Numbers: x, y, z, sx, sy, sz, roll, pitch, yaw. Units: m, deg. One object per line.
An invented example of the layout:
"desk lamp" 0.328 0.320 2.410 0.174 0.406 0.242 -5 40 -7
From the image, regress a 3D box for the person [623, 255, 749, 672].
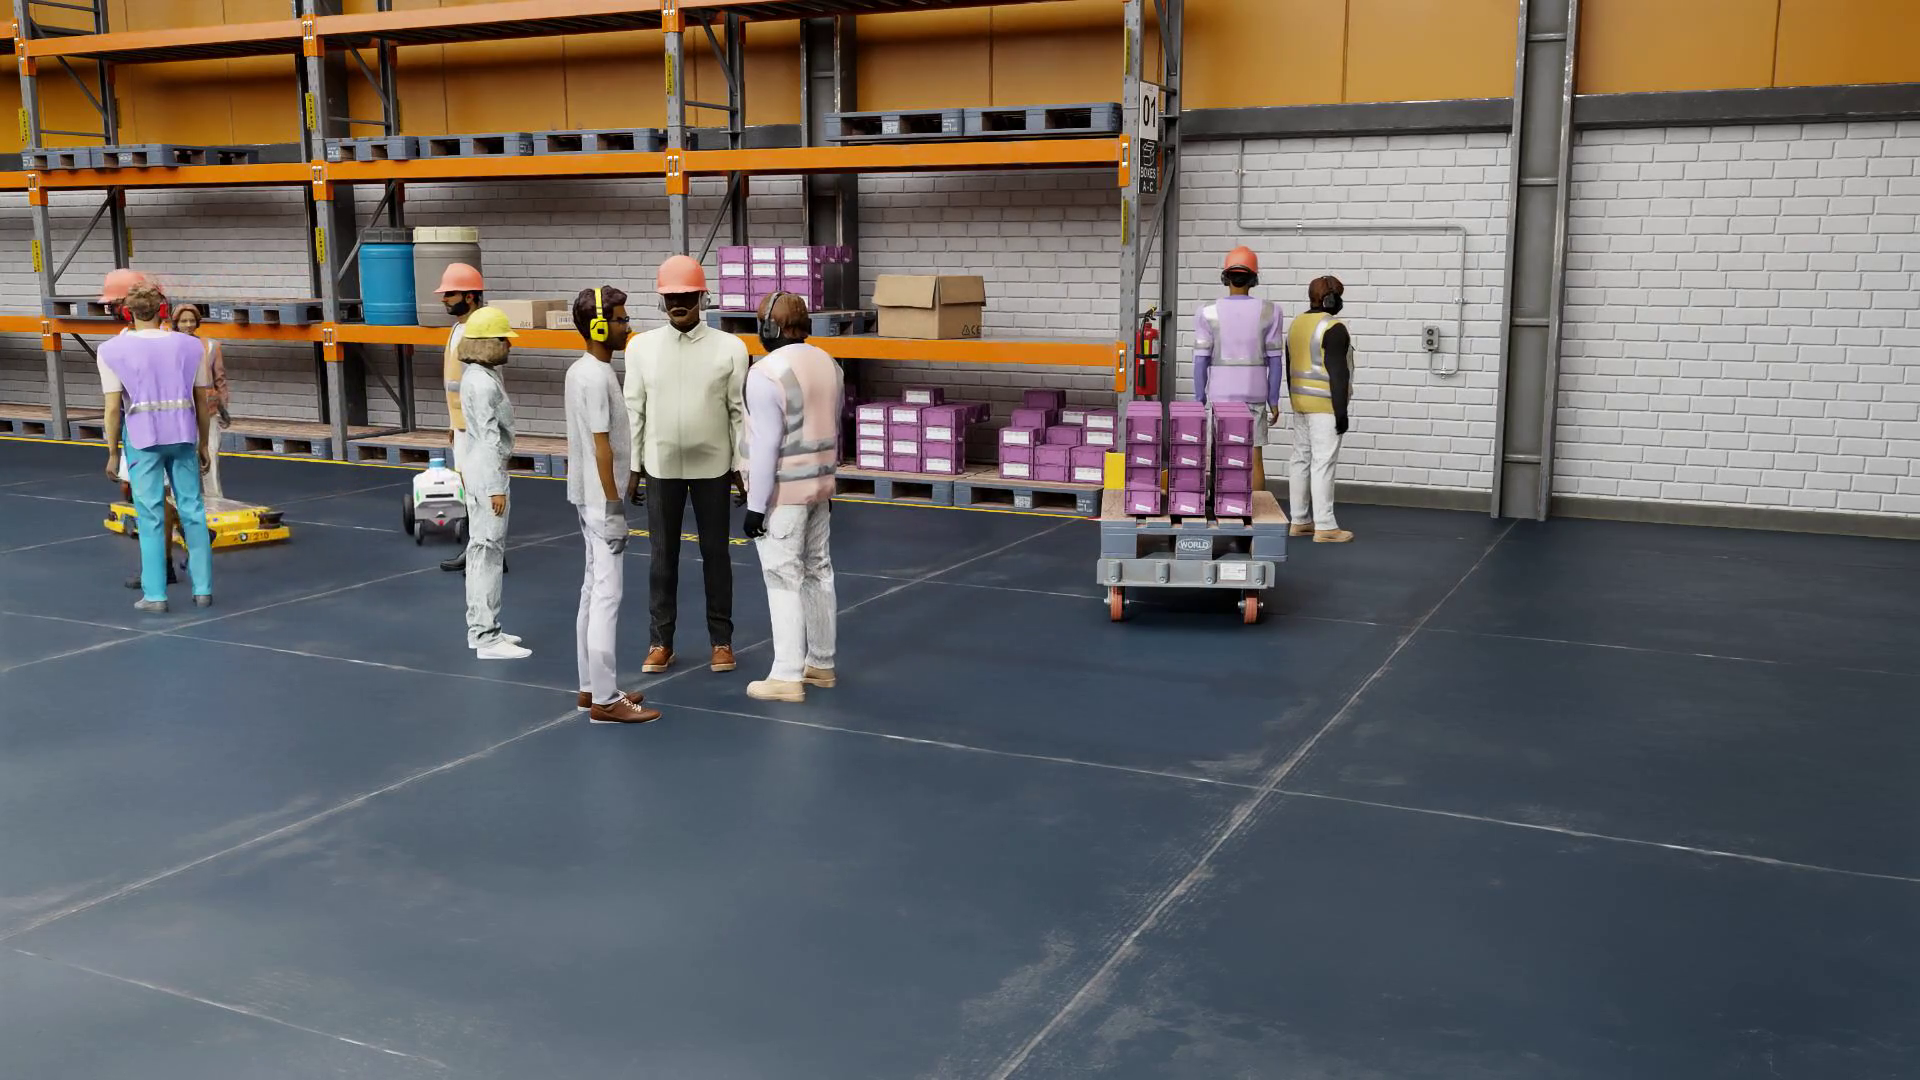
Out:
"person" -1.305 -0.353 7.967 0.617 1.994 0.381 -1 10 -4

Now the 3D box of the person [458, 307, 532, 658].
"person" -2.326 -0.285 8.297 0.313 1.743 0.493 -4 11 -22

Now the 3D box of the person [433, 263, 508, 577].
"person" -3.039 -0.736 10.319 0.360 1.939 0.543 -8 13 -40

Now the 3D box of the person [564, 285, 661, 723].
"person" -1.513 -0.147 7.146 0.329 1.872 0.507 -4 11 -22

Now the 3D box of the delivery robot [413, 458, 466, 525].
"delivery robot" -3.659 -0.329 11.677 0.477 0.478 0.707 -3 10 -18

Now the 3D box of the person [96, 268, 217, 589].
"person" -4.836 -0.668 9.997 0.571 1.915 0.544 8 13 38

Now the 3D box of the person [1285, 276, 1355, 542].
"person" 2.518 -0.911 11.594 0.430 1.845 0.619 -4 11 -20

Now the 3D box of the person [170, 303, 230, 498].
"person" -5.703 -0.936 12.351 0.513 1.629 0.318 -10 14 -44

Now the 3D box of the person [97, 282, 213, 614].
"person" -4.460 -0.505 9.273 0.565 1.841 0.396 -9 13 -42

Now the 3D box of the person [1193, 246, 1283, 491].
"person" 1.915 -0.997 11.512 0.609 2.044 0.394 2 10 9

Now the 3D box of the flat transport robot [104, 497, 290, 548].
"flat transport robot" -5.383 -0.143 11.692 1.431 0.197 0.652 8 13 40

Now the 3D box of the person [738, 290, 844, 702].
"person" -0.778 -0.197 7.513 0.429 1.841 0.633 5 11 28
